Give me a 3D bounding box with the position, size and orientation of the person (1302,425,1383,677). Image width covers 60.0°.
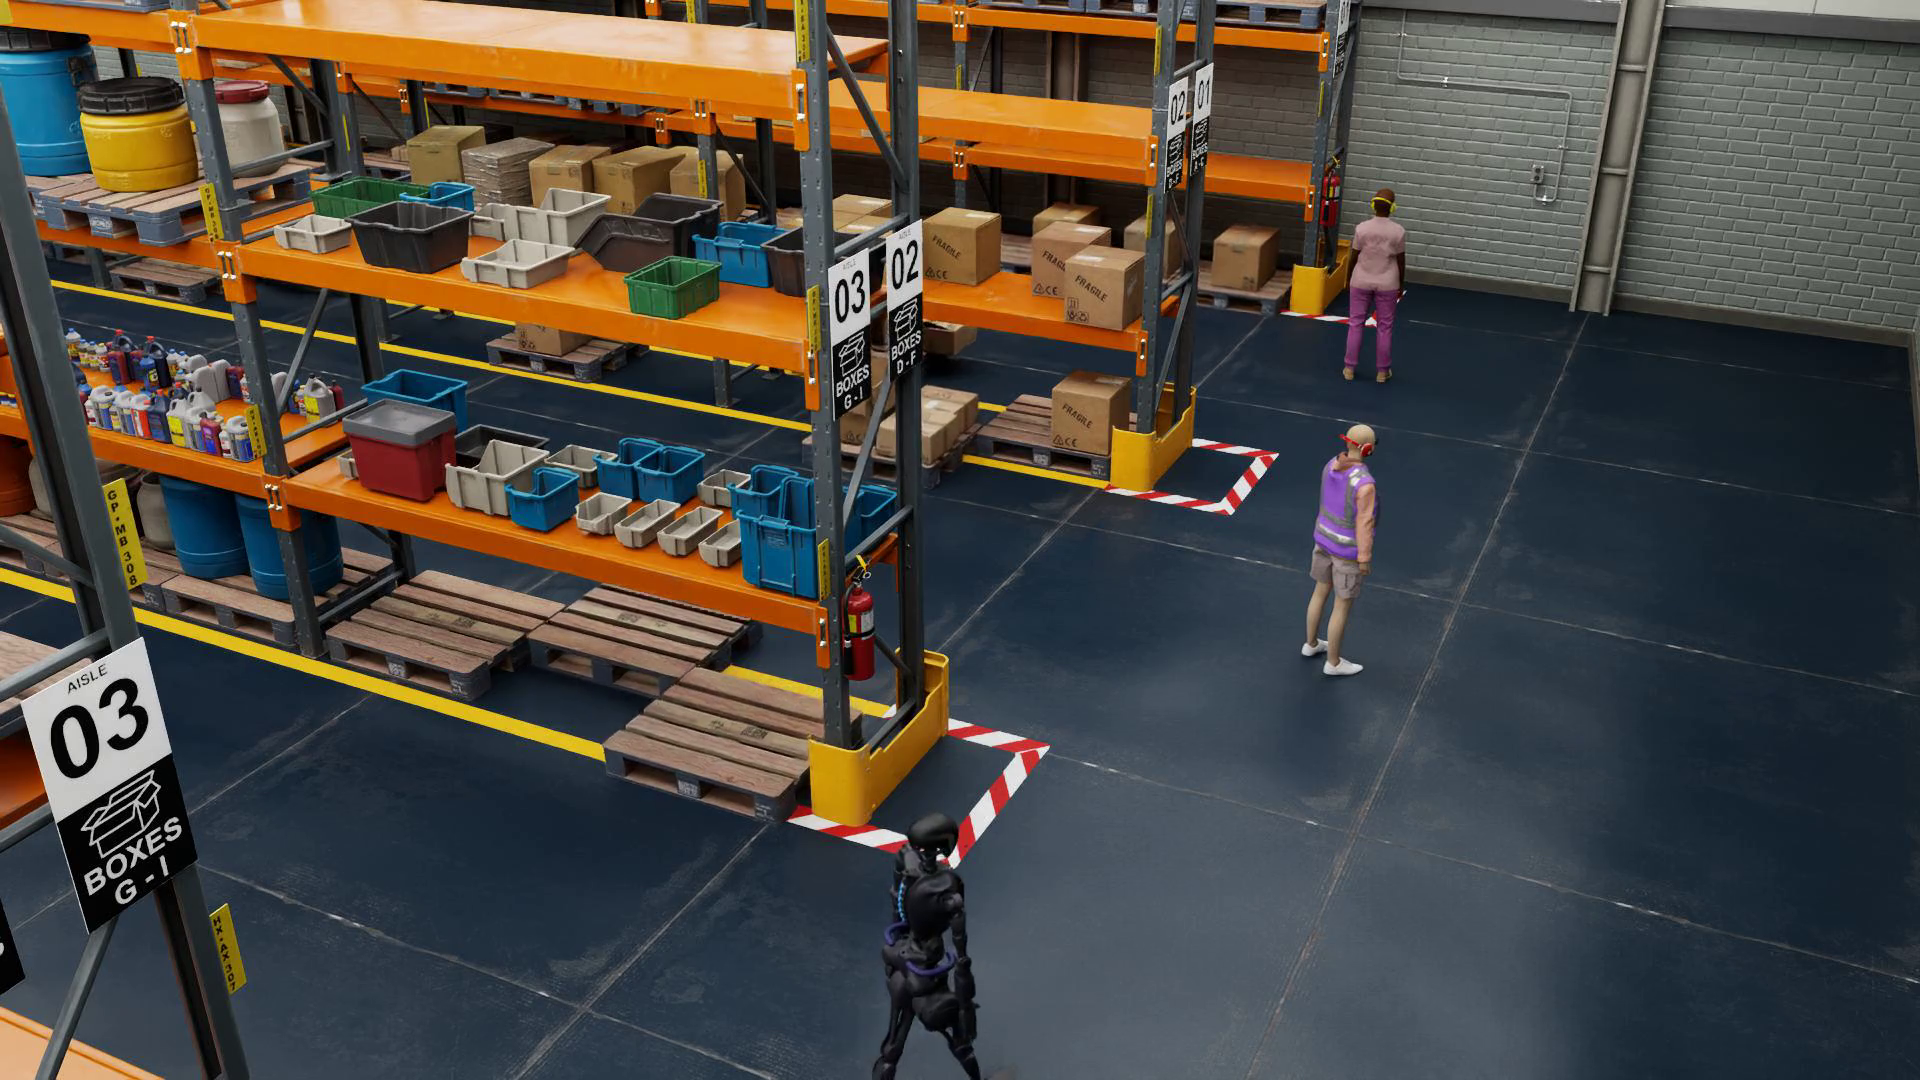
[{"bbox_3d":[2.437,0.059,10.587,0.352,1.688,0.489,-11,28,-21],"label":"person"}]

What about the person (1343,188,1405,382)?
[{"bbox_3d":[3.815,-2.338,15.315,0.519,1.797,0.335,8,27,16],"label":"person"}]

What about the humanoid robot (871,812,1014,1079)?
[{"bbox_3d":[-0.136,1.817,7.093,0.789,1.627,0.611,-16,30,-29],"label":"humanoid robot"}]
